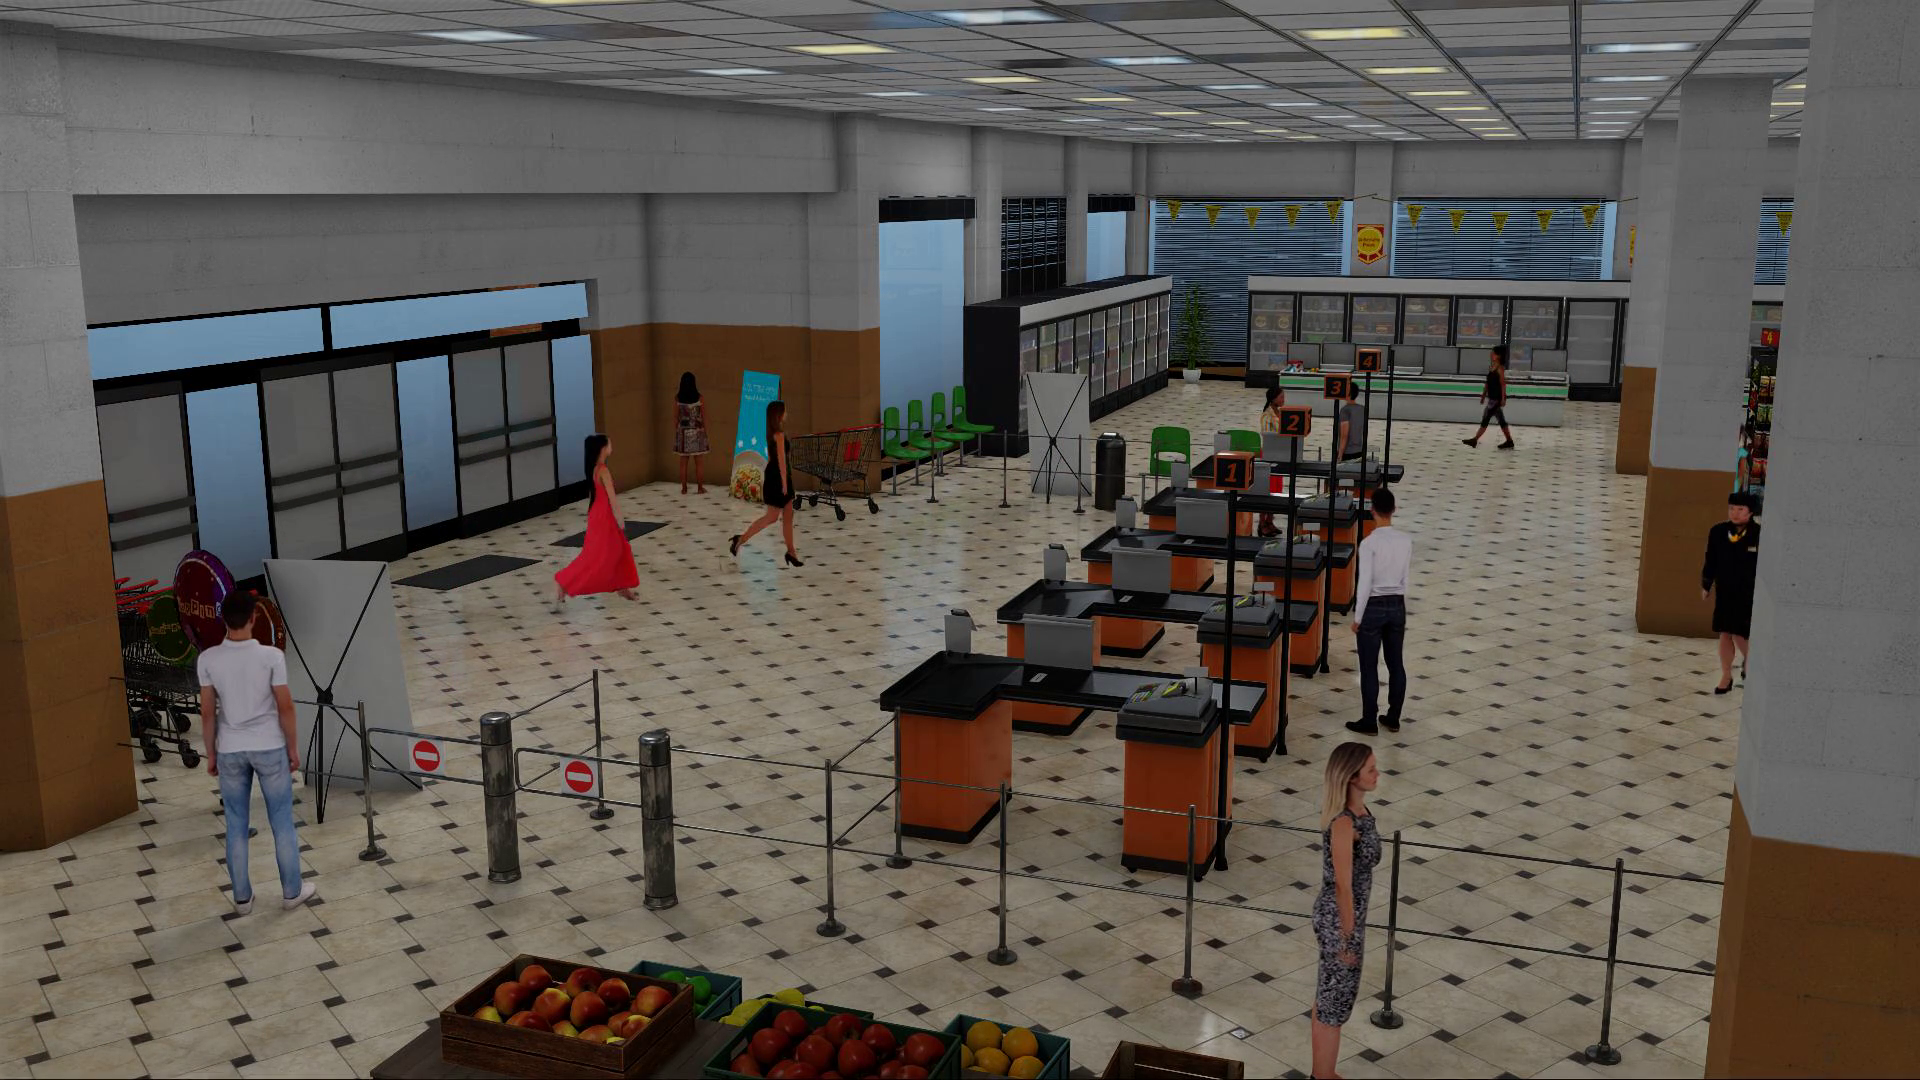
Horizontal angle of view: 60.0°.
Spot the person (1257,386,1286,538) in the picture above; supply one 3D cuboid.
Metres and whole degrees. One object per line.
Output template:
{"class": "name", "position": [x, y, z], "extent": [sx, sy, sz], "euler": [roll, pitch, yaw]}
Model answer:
{"class": "person", "position": [3.671, -0.927, 19.590], "extent": [0.592, 1.795, 0.629], "euler": [8, 14, 32]}

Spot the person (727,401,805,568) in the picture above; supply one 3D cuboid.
{"class": "person", "position": [-2.041, -0.557, 17.779], "extent": [1.114, 1.817, 1.003], "euler": [-4, 13, -20]}

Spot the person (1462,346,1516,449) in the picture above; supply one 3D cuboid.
{"class": "person", "position": [8.482, -2.202, 26.068], "extent": [1.160, 1.622, 0.879], "euler": [-1, 12, -3]}

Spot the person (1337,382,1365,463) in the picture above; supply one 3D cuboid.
{"class": "person", "position": [4.757, -1.058, 20.314], "extent": [0.703, 1.754, 0.685], "euler": [-11, 16, -43]}

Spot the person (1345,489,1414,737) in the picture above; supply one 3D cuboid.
{"class": "person", "position": [3.165, 0.536, 12.456], "extent": [0.715, 1.872, 0.786], "euler": [-4, 13, -20]}

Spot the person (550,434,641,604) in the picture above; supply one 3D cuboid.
{"class": "person", "position": [-3.561, -0.143, 16.127], "extent": [1.116, 1.689, 1.085], "euler": [-6, 13, -25]}

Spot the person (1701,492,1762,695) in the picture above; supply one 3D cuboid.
{"class": "person", "position": [6.333, 0.431, 13.466], "extent": [0.914, 1.661, 0.827], "euler": [-10, 16, -40]}

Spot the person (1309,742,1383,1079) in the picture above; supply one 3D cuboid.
{"class": "person", "position": [1.667, 1.721, 7.334], "extent": [0.515, 1.665, 0.580], "euler": [3, 12, 15]}

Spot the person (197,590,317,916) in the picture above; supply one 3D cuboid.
{"class": "person", "position": [-3.993, 1.196, 9.377], "extent": [0.660, 1.850, 0.793], "euler": [-2, 12, -7]}

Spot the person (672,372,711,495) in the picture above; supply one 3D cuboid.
{"class": "person", "position": [-3.636, -1.445, 22.416], "extent": [0.609, 1.645, 0.778], "euler": [0, 12, -2]}
